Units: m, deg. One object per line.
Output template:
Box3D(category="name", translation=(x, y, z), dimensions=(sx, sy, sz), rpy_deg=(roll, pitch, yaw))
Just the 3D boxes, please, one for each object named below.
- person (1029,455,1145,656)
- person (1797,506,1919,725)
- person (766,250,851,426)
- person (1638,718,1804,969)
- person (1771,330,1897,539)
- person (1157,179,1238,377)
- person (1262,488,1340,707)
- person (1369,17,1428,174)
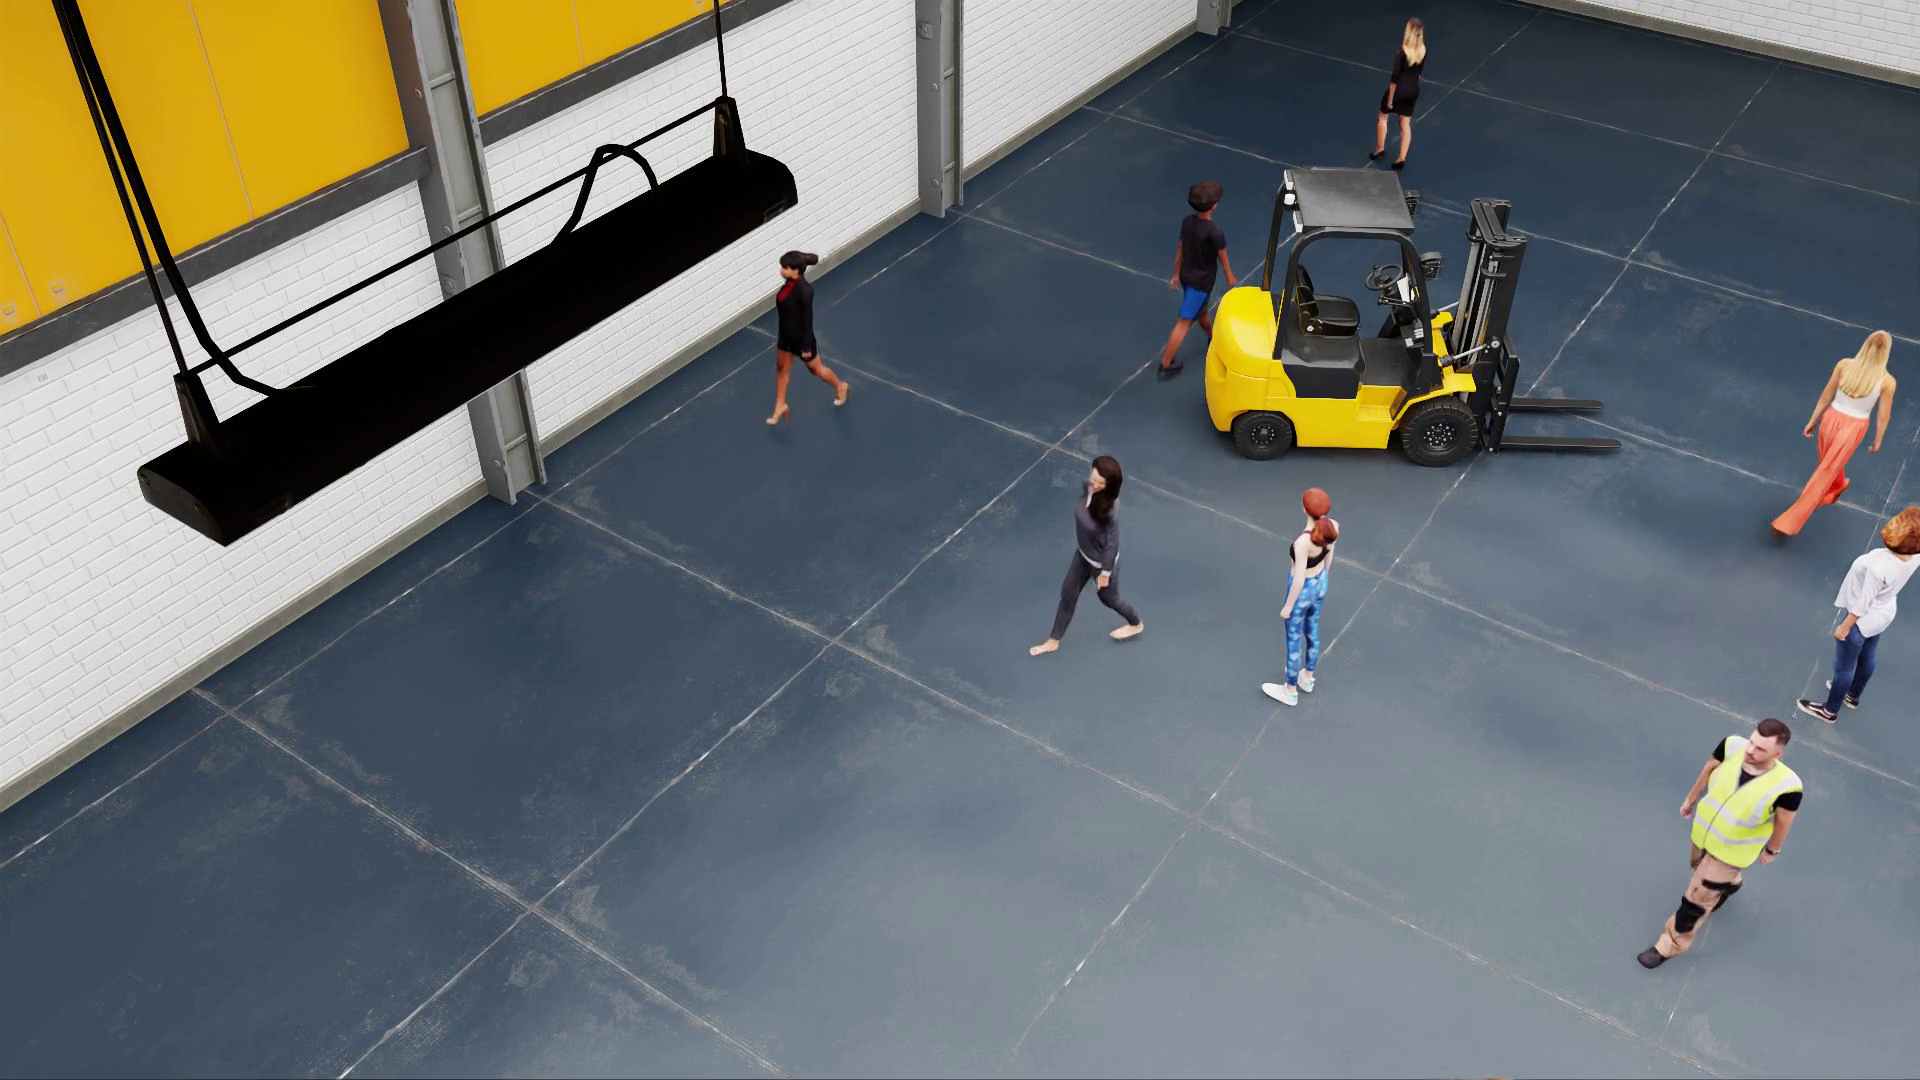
Box3D(category="person", translation=(1.044, 0.104, 11.605), dimensions=(1.214, 1.717, 1.003), rpy_deg=(-15, 41, -18))
Box3D(category="person", translation=(6.091, 0.499, 11.114), dimensions=(0.673, 1.712, 0.785), rpy_deg=(-20, 43, -23))
Box3D(category="person", translation=(-1.277, -1.681, 13.931), dimensions=(1.089, 1.604, 0.854), rpy_deg=(-20, 43, -23))
Box3D(category="person", translation=(4.452, 1.667, 9.571), dimensions=(1.272, 1.814, 1.048), rpy_deg=(-18, 42, -21))
Box3D(category="person", translation=(6.637, -0.744, 12.646), dimensions=(1.360, 1.743, 0.944), rpy_deg=(-24, 45, -27))
Box3D(category="person", translation=(2.001, -2.223, 14.506), dimensions=(1.253, 1.734, 0.883), rpy_deg=(-23, 44, -26))
Box3D(category="person", translation=(2.330, 0.381, 11.203), dimensions=(0.592, 1.786, 0.686), rpy_deg=(-28, 46, -31))
Box3D(category="person", translation=(4.739, -4.673, 17.633), dimensions=(0.761, 1.659, 0.805), rpy_deg=(-15, 41, -18))
